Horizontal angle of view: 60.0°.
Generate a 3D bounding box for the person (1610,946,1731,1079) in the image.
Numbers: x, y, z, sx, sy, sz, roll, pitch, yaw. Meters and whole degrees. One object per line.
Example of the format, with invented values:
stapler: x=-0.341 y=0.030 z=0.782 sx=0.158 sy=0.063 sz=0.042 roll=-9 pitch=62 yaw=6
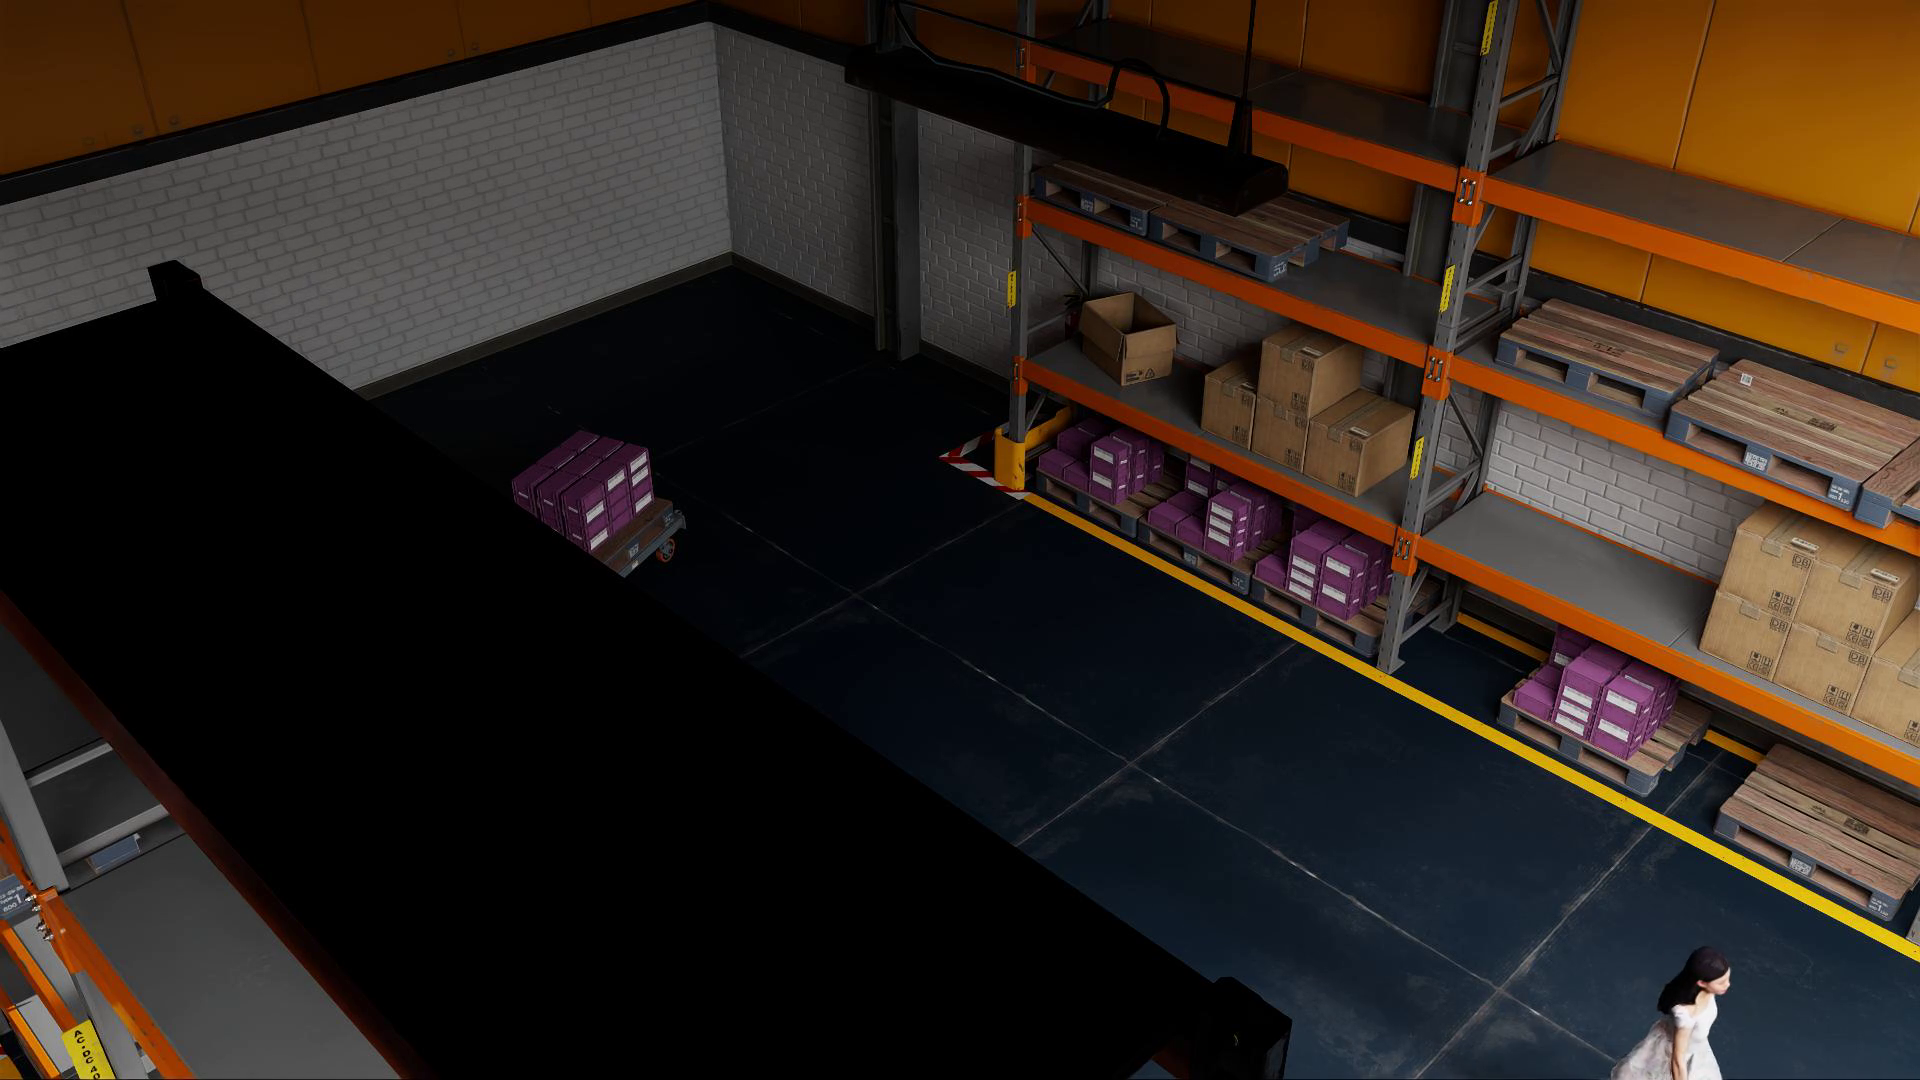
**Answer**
person: x=3.662 y=2.772 z=8.865 sx=1.182 sy=1.729 sz=0.717 roll=23 pitch=40 yaw=30
